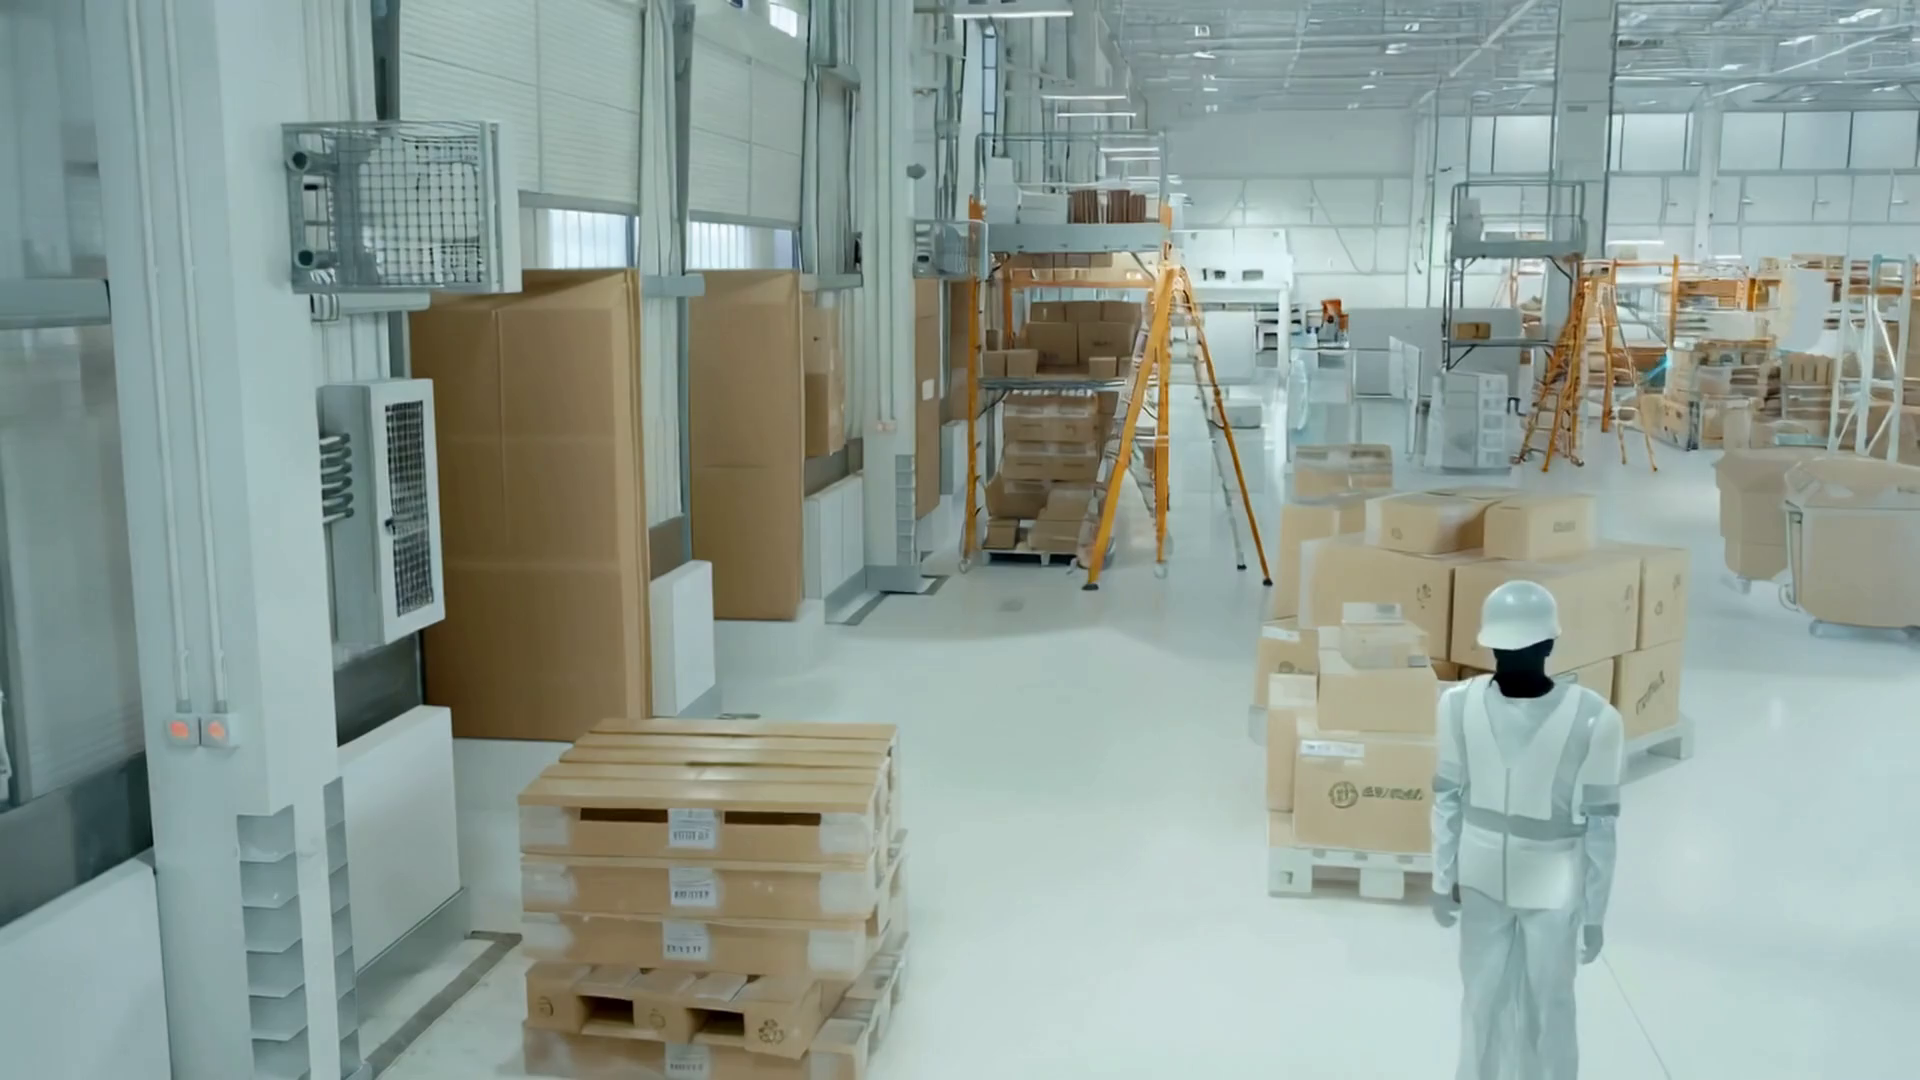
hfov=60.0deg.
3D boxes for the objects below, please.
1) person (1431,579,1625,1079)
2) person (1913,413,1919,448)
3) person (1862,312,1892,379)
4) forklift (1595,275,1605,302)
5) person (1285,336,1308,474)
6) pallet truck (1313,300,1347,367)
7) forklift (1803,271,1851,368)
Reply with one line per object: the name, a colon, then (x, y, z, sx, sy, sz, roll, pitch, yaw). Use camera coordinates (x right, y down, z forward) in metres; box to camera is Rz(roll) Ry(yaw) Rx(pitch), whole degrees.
person: (1.727, 1.064, 5.170, 0.585, 1.919, 0.397, 7, 12, 38)
person: (15.595, -2.332, 26.687, 0.346, 1.735, 0.482, 9, 13, 44)
person: (20.493, -4.129, 37.150, 0.652, 1.928, 0.435, -1, 9, -5)
forklift: (14.927, -5.028, 39.774, 1.129, 2.768, 1.873, -6, 11, -32)
person: (4.690, -1.896, 23.357, 0.375, 1.939, 0.546, -1, 9, -4)
pallet truck: (11.159, -6.200, 49.718, 0.823, 1.965, 1.885, 4, 10, 26)
forklift: (24.589, -6.351, 47.937, 1.873, 2.768, 1.129, 1, 9, 9)
